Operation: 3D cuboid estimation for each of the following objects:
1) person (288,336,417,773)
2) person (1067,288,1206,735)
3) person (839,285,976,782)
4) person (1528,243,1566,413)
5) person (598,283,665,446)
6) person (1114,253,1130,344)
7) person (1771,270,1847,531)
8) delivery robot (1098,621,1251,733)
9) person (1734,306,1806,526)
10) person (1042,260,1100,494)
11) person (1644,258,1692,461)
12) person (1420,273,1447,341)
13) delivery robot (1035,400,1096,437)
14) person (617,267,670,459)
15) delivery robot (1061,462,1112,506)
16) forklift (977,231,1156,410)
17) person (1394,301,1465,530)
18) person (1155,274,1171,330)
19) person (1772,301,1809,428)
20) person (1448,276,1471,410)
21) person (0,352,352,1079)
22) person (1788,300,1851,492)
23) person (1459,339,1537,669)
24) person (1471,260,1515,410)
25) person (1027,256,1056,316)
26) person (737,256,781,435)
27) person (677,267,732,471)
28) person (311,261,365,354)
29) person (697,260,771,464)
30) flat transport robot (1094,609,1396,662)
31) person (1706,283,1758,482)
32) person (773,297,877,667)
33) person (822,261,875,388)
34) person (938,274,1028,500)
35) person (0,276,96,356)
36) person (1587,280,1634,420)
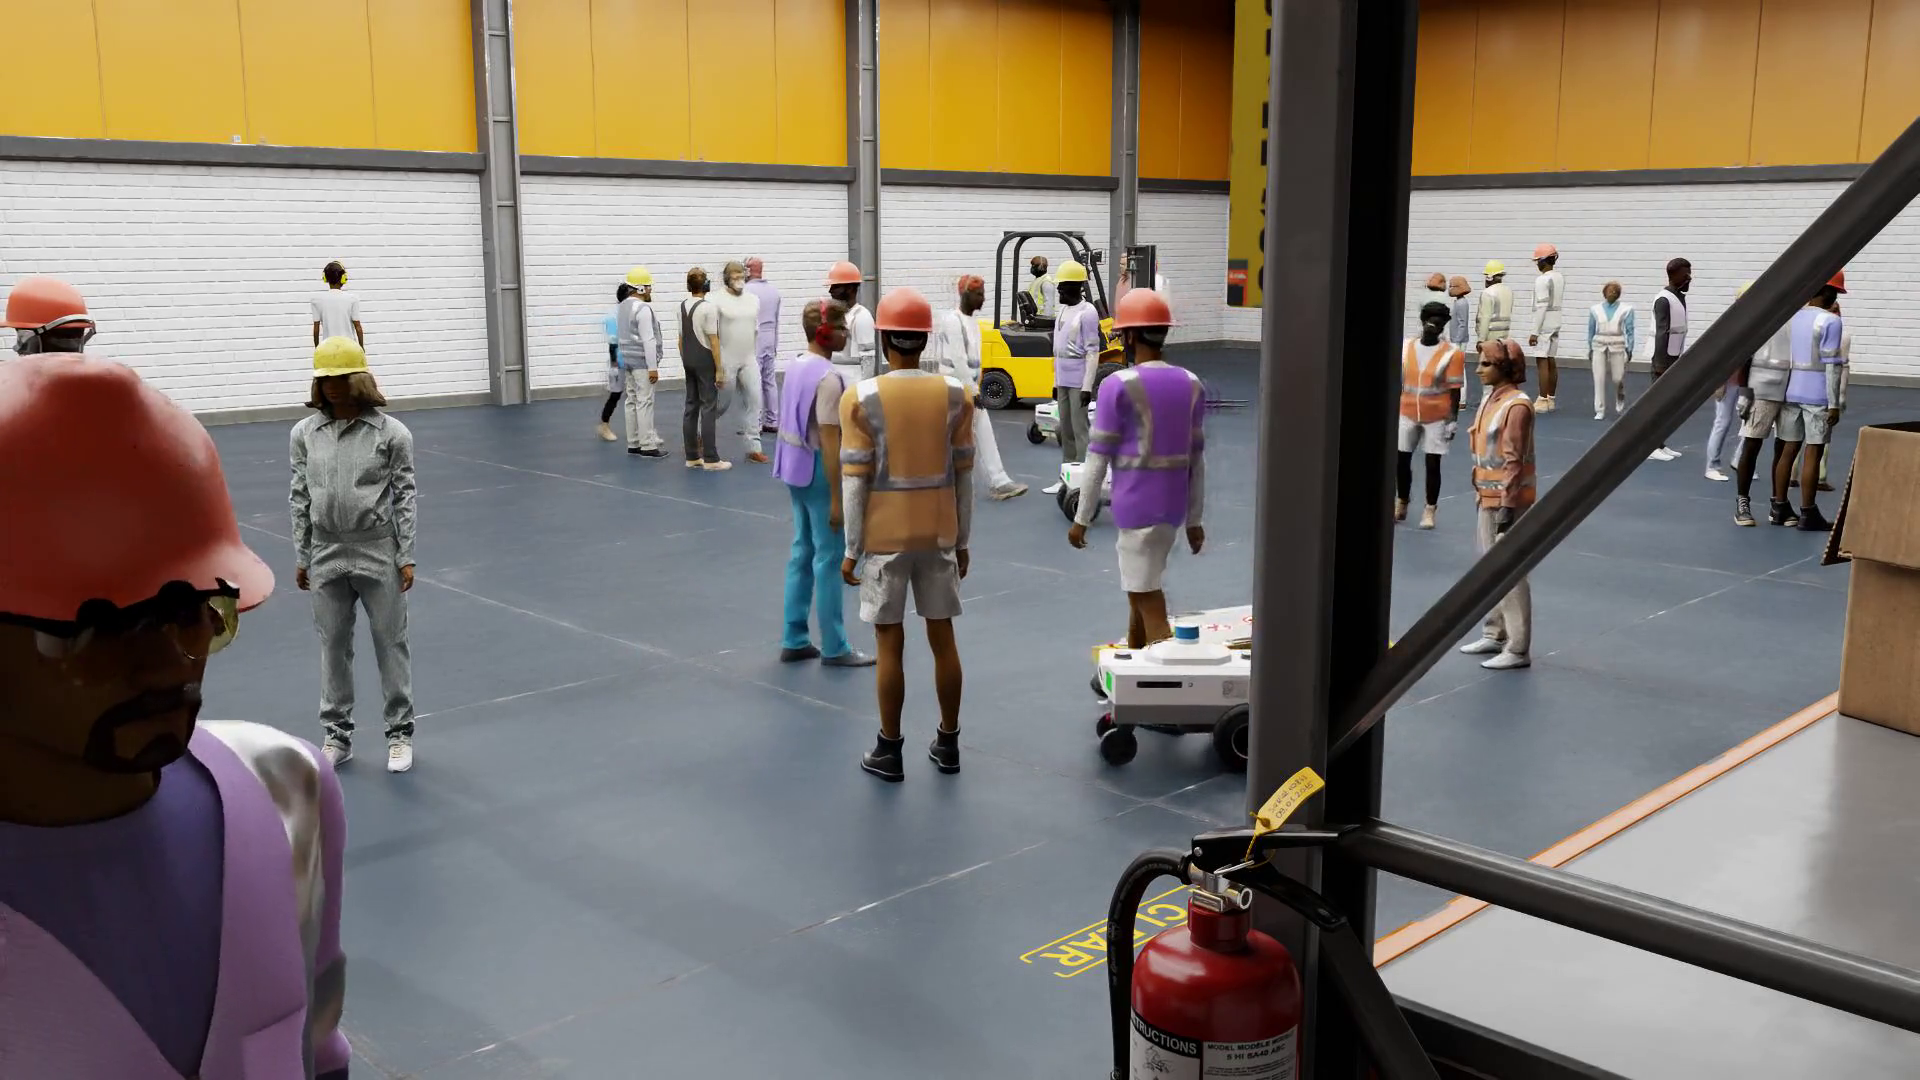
[{"bbox_3d":[-2.398,0.068,6.585,0.491,1.744,0.295,-1,10,-3],"label":"person"},{"bbox_3d":[0.738,-0.135,7.282,0.552,1.900,0.854,-9,13,-39],"label":"person"},{"bbox_3d":[-0.214,-0.019,6.525,0.547,1.938,0.377,-4,11,-19],"label":"person"},{"bbox_3d":[7.021,-2.543,20.028,0.393,2.036,0.605,9,14,41],"label":"person"},{"bbox_3d":[-3.422,-1.802,17.019,0.868,1.660,0.536,8,13,38],"label":"person"},{"bbox_3d":[2.208,-2.793,21.749,0.400,1.905,0.645,-5,11,-25],"label":"person"},{"bbox_3d":[6.188,-1.031,12.073,0.368,1.929,0.542,-3,11,-15],"label":"person"},{"bbox_3d":[0.921,0.577,6.799,0.707,0.478,0.477,0,10,1],"label":"delivery robot"},{"bbox_3d":[6.007,-1.078,12.221,0.601,1.967,0.369,0,10,2],"label":"person"},{"bbox_3d":[0.909,-1.298,13.528,0.366,1.926,0.594,-5,11,-24],"label":"person"},{"bbox_3d":[6.752,-1.729,15.909,0.371,1.916,0.597,8,13,36],"label":"person"},{"bbox_3d":[6.542,-2.835,22.767,0.720,1.603,0.522,-5,11,-24],"label":"person"},{"bbox_3d":[1.103,-1.294,17.002,0.707,0.478,0.477,-10,14,-43],"label":"delivery robot"},{"bbox_3d":[-3.045,-1.691,15.933,0.404,1.833,0.590,-8,13,-36],"label":"person"},{"bbox_3d":[1.122,-0.461,12.457,0.707,0.478,0.477,-1,10,-3],"label":"delivery robot"},{"bbox_3d":[1.222,-2.721,20.561,2.313,2.155,1.214,2,11,13],"label":"forklift"},{"bbox_3d":[3.379,-0.894,12.018,0.552,1.662,0.421,8,13,36],"label":"person"},{"bbox_3d":[2.841,-3.245,24.356,0.598,1.858,0.798,-4,11,-23],"label":"person"},{"bbox_3d":[9.252,-2.036,18.341,0.525,1.639,0.307,5,11,23],"label":"person"},{"bbox_3d":[6.082,-2.400,20.345,0.278,1.631,0.507,3,11,14],"label":"person"},{"bbox_3d":[-0.733,0.852,1.505,0.386,2.040,0.625,5,12,26],"label":"person"},{"bbox_3d":[7.160,-1.215,13.889,0.277,1.630,0.503,-7,12,-32],"label":"person"},{"bbox_3d":[2.689,-0.182,8.266,0.318,1.630,0.514,-1,10,-3],"label":"person"},{"bbox_3d":[6.505,-2.499,20.342,0.600,1.829,0.404,-9,14,-40],"label":"person"},{"bbox_3d":[1.107,-3.055,23.350,0.429,1.843,0.629,-3,11,-15],"label":"person"},{"bbox_3d":[-2.197,-2.074,17.827,0.403,1.904,0.651,6,12,31],"label":"person"},{"bbox_3d":[-2.340,-1.544,15.094,0.508,1.847,0.345,8,13,39],"label":"person"},{"bbox_3d":[-6.310,-1.893,16.935,0.515,1.871,0.329,-1,10,-7],"label":"person"},{"bbox_3d":[-2.171,-1.685,15.716,0.632,1.910,0.906,-10,14,-43],"label":"person"},{"bbox_3d":[1.443,0.501,8.244,1.431,0.197,0.652,-5,12,-27],"label":"flat transport robot"},{"bbox_3d":[6.740,-1.354,14.363,0.533,1.733,0.496,-4,11,-23],"label":"person"},{"bbox_3d":[-0.699,-0.273,8.214,0.417,1.846,0.580,-5,11,-24],"label":"person"},{"bbox_3d":[-0.863,-1.155,12.722,0.365,1.935,0.553,-6,12,-28],"label":"person"},{"bbox_3d":[-0.001,-1.215,13.403,1.076,1.826,0.548,5,12,27],"label":"person"},{"bbox_3d":[-3.031,0.103,5.705,0.376,1.995,0.608,3,11,16],"label":"person"},{"bbox_3d":[7.579,-2.213,19.374,0.516,1.622,0.524,6,12,28],"label":"person"}]
